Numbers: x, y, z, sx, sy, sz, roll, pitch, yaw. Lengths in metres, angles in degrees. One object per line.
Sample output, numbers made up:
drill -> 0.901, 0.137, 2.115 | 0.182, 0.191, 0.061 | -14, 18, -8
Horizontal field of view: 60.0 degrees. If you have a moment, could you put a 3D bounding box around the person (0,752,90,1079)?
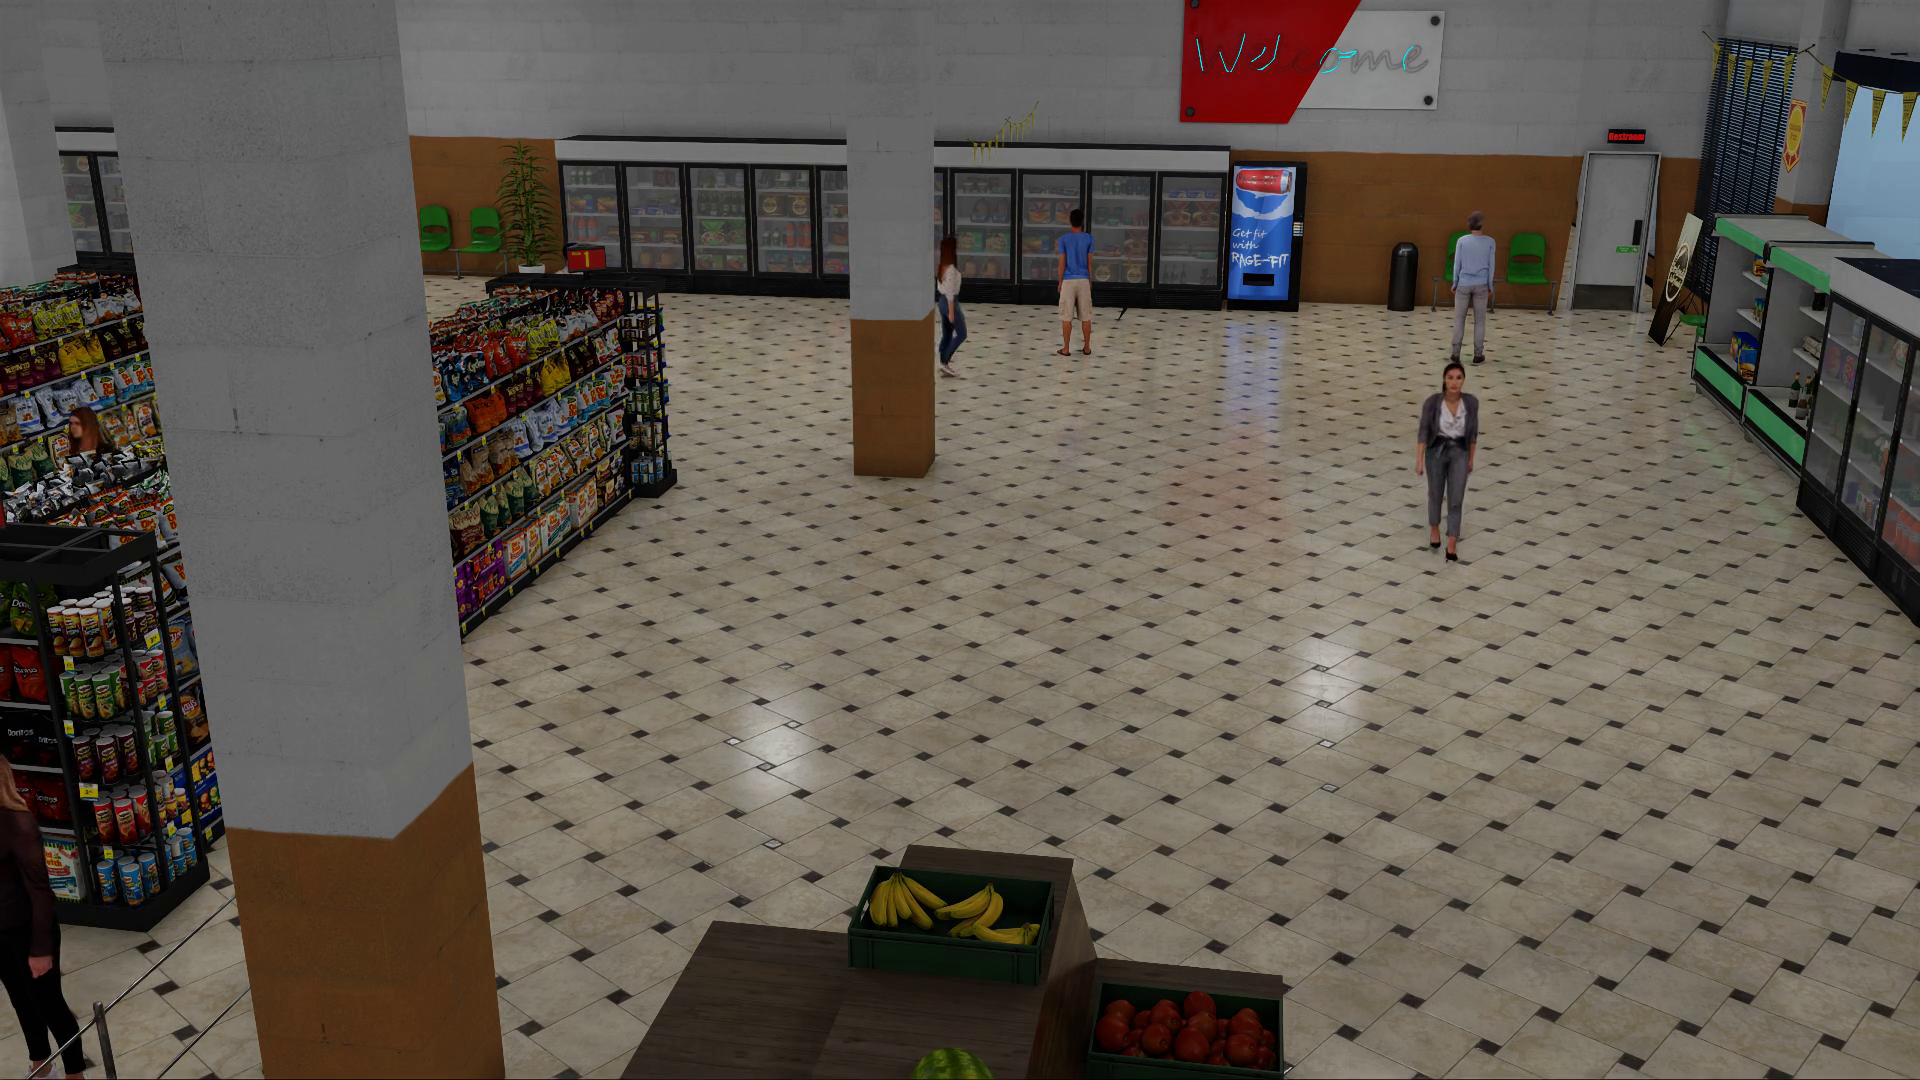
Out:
person -> -3.935, 1.640, 6.977 | 0.668, 1.696, 0.629 | 11, 21, 29

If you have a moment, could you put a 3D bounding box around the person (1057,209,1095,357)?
person -> 1.493, -3.317, 21.418 | 0.728, 1.863, 0.693 | -3, 19, -9

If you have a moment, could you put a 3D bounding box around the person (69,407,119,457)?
person -> -6.328, -0.172, 12.404 | 0.813, 1.662, 1.170 | 8, 20, 23

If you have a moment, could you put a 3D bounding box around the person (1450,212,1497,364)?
person -> 6.471, -3.193, 21.009 | 0.693, 1.889, 0.597 | 6, 19, 17

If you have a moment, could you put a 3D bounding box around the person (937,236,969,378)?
person -> -0.207, -2.802, 20.111 | 0.764, 1.722, 0.670 | -5, 19, -14

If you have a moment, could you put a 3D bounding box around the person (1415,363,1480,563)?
person -> 4.058, -0.664, 13.910 | 0.640, 1.632, 1.049 | 3, 19, 10
